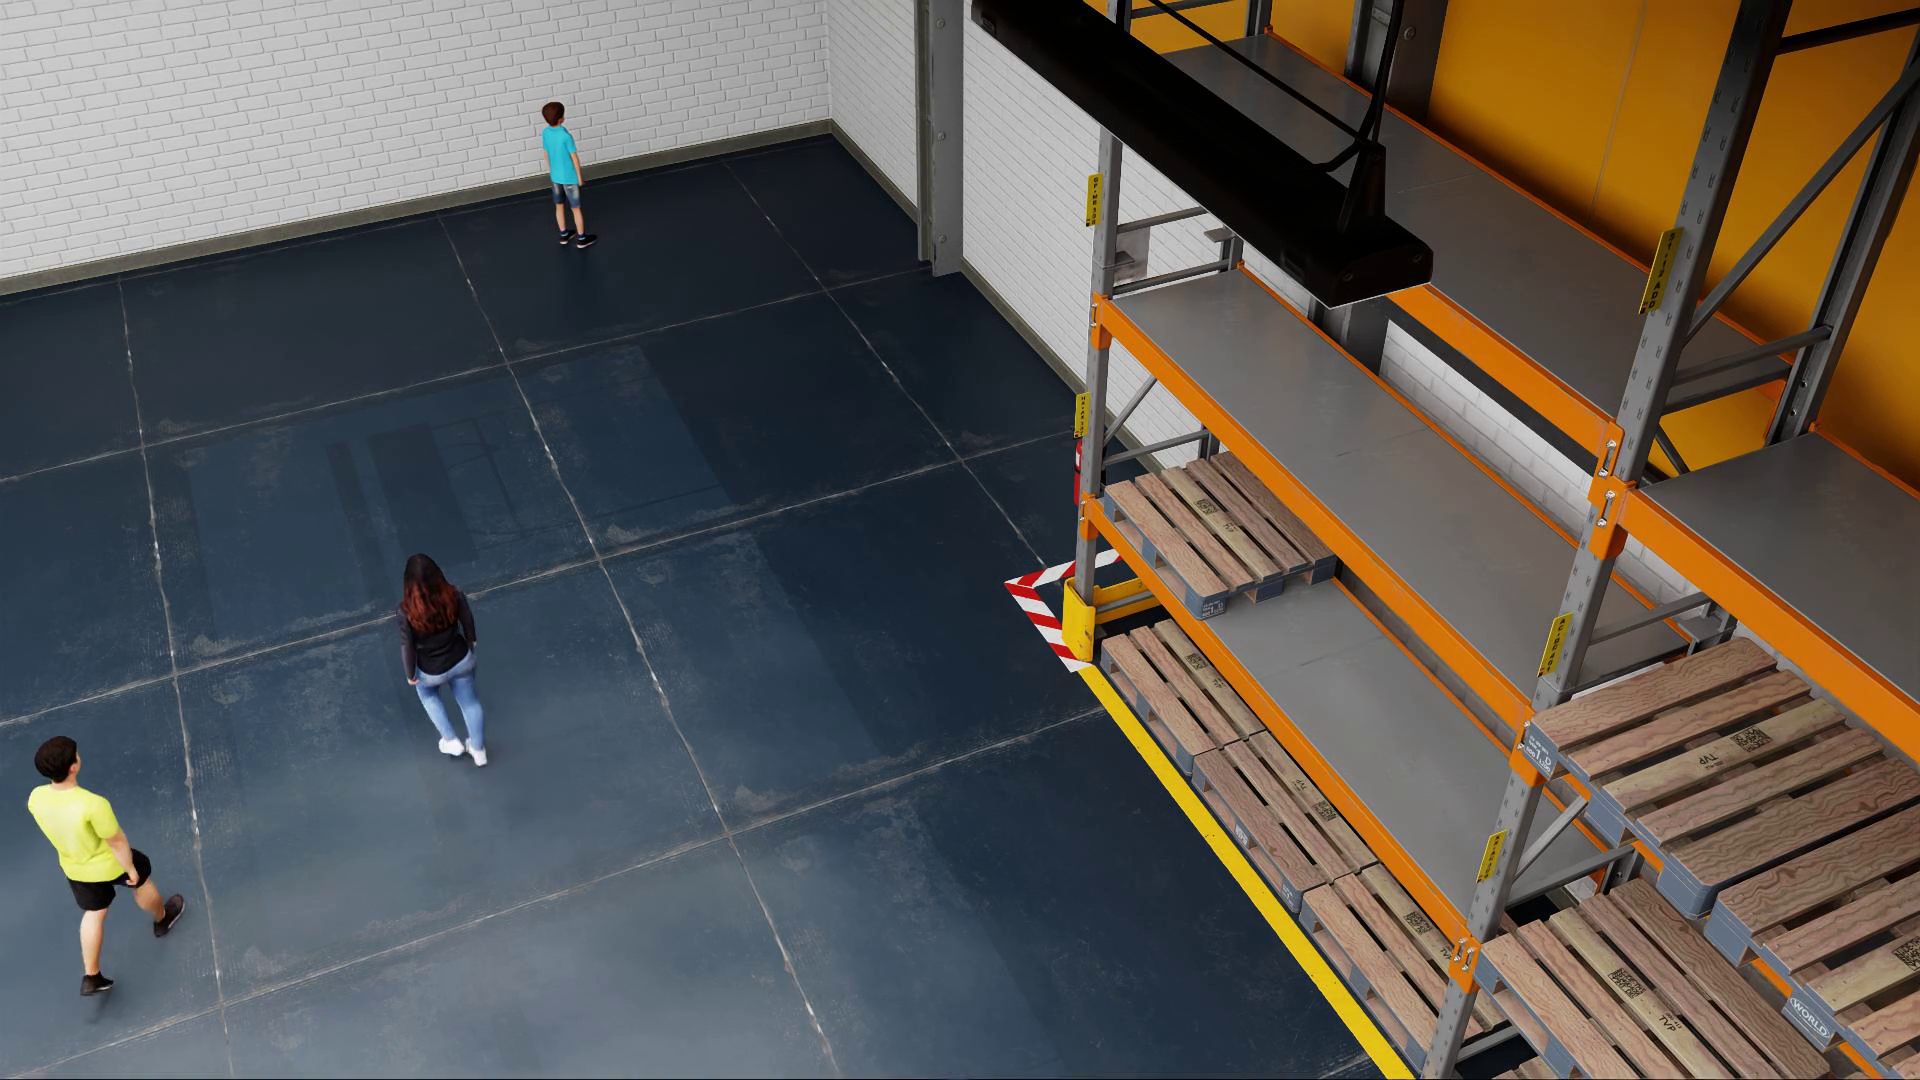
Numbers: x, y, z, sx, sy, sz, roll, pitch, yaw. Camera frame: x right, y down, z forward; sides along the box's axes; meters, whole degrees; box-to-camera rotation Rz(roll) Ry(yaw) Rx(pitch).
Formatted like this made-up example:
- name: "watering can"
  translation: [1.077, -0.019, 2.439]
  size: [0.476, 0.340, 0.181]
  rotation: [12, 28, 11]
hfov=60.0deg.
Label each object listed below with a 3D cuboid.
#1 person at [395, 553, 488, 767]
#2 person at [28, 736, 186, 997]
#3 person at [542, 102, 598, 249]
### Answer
- name: "person"
  translation: [-3.183, 0.802, 10.360]
  size: [0.714, 1.623, 0.689]
  rotation: [-25, 45, -28]
- name: "person"
  translation: [-4.757, 1.792, 9.074]
  size: [0.934, 1.680, 1.142]
  rotation: [1, 39, 2]
- name: "person"
  translation: [-3.785, -3.496, 15.882]
  size: [0.585, 1.448, 0.661]
  rotation: [17, 42, 20]
